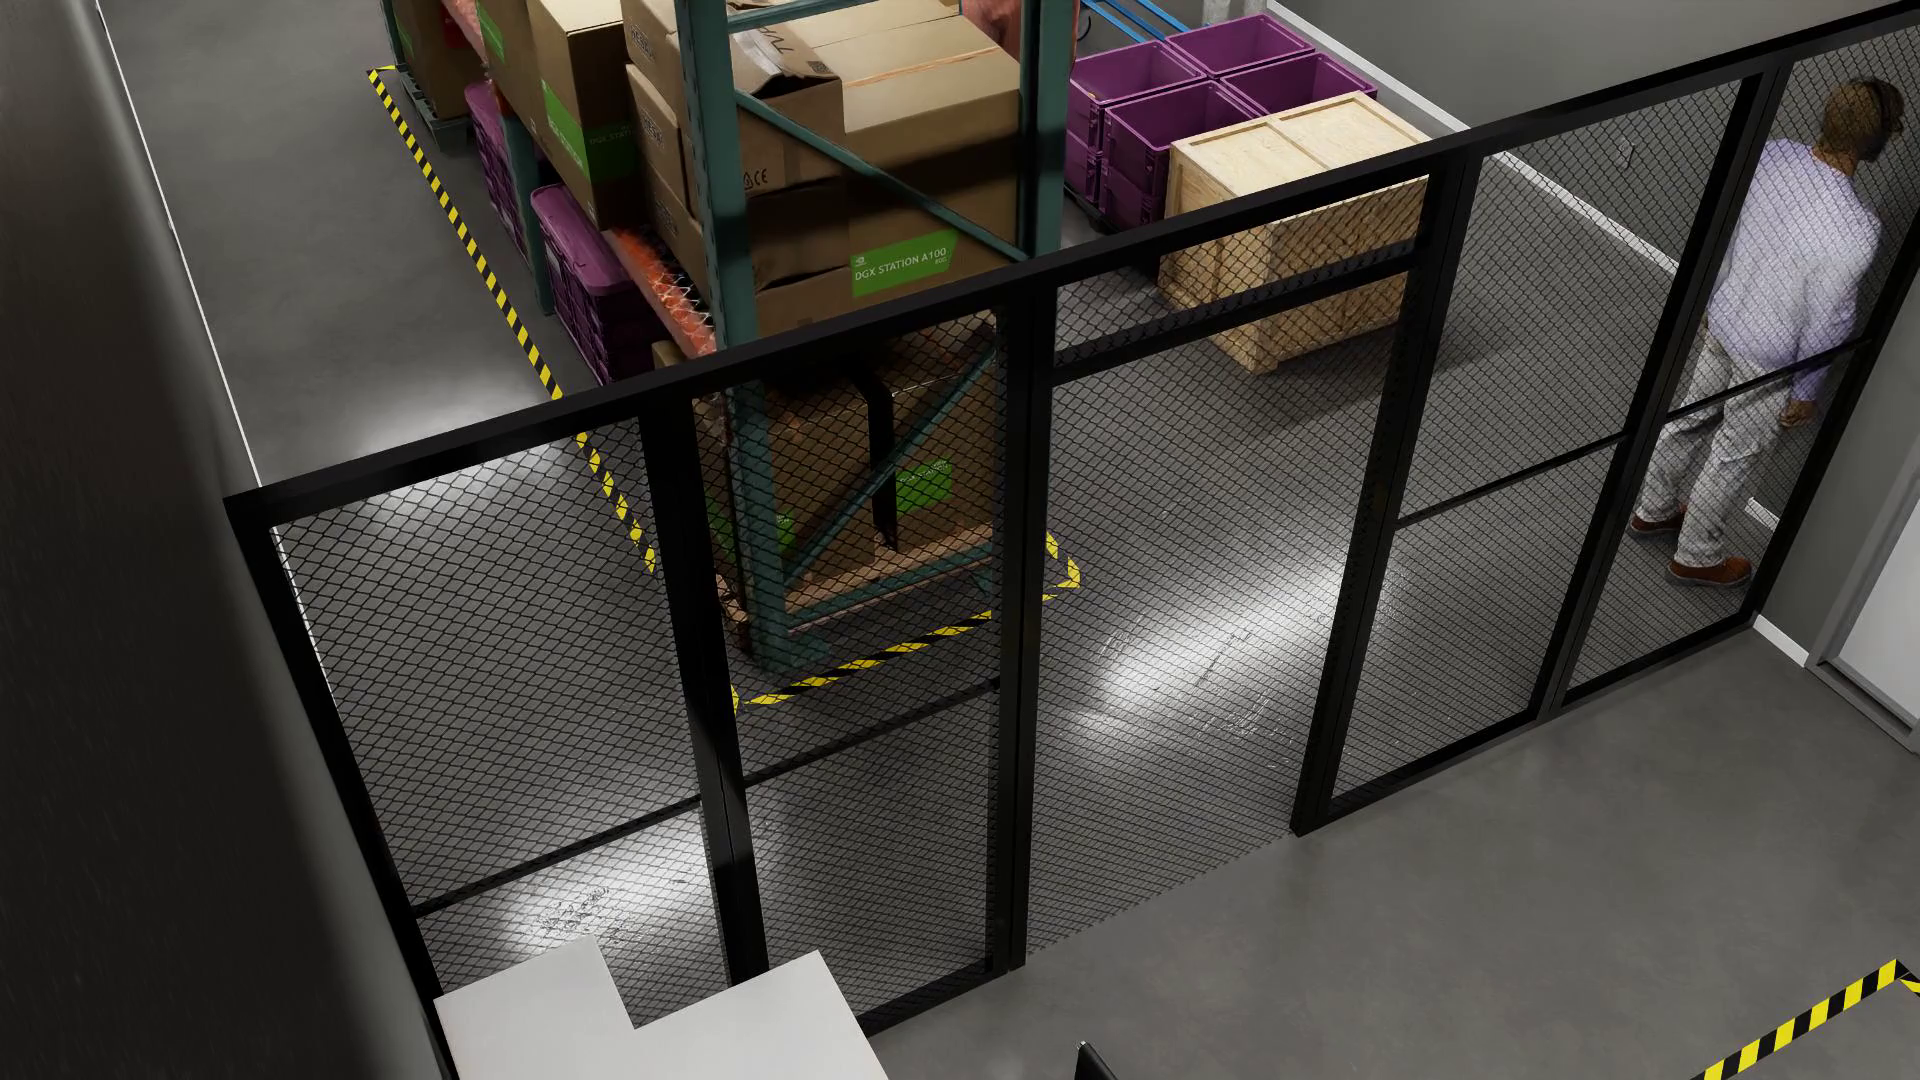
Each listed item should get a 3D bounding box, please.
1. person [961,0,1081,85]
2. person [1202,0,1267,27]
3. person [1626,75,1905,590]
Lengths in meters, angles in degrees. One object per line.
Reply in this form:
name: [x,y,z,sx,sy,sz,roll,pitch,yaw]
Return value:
person: [0.228,-1.808,6.883,0.612,1.995,0.376,-32,51,-30]
person: [1.444,-3.273,8.603,0.600,1.832,0.404,-18,45,-18]
person: [2.739,-0.674,5.684,0.360,1.937,0.633,-8,43,-8]
